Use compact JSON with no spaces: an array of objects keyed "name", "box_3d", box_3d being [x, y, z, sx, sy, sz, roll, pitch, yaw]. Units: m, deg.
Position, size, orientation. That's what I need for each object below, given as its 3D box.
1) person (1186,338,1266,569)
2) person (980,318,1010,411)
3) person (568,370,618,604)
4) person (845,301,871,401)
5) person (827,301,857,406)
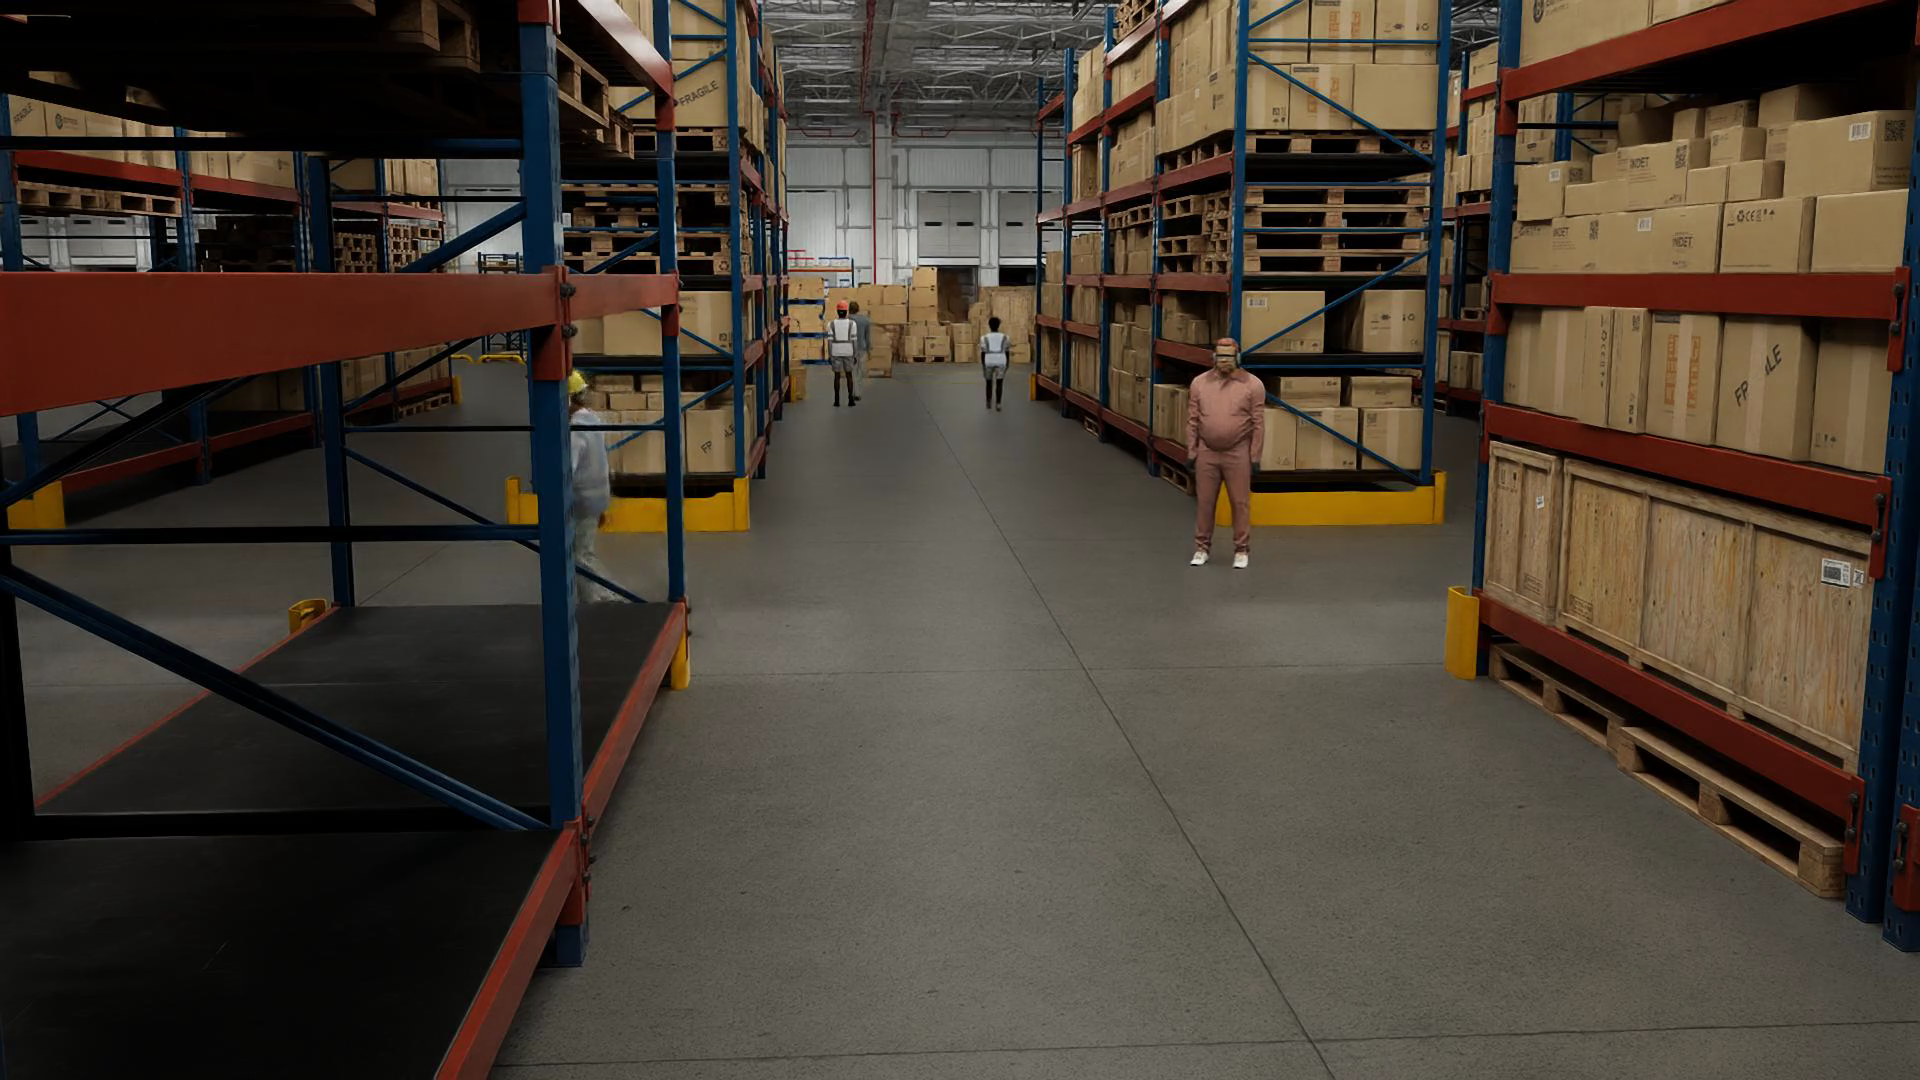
[{"name":"person","box_3d":[2.173,-0.709,13.673,0.649,1.899,0.400,4,10,22]},{"name":"person","box_3d":[0.630,-3.135,29.681,0.538,1.648,0.897,0,9,0]},{"name":"person","box_3d":[-2.506,-0.223,10.888,0.419,1.809,0.586,0,9,-2]},{"name":"person","box_3d":[-2.103,-3.653,32.114,0.661,1.901,0.929,-5,10,-27]},{"name":"person","box_3d":[-2.156,-3.415,30.525,0.548,1.936,0.378,0,9,0]}]
